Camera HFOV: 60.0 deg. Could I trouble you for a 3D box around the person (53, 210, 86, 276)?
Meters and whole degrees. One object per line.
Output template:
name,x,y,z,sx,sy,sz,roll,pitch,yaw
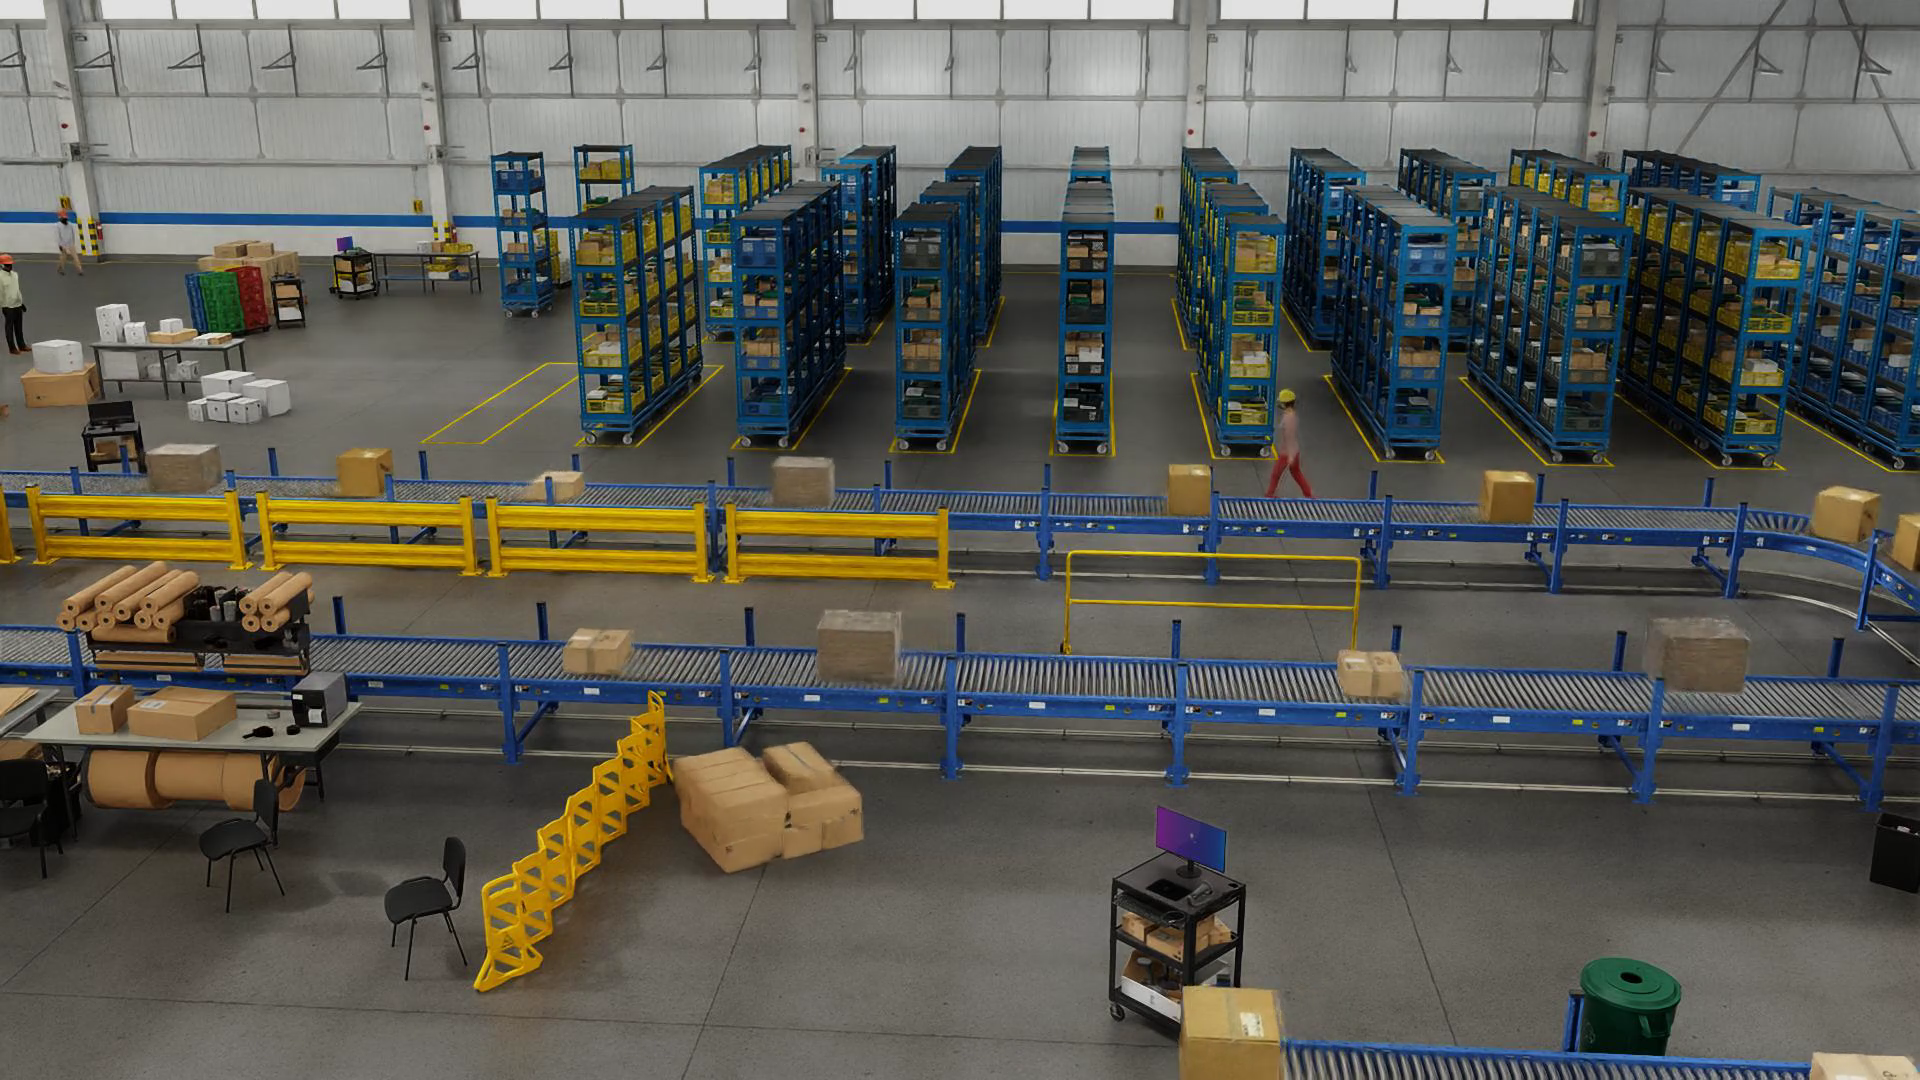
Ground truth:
person,-23.284,-7.728,43.293,0.900,1.710,0.583,9,20,26

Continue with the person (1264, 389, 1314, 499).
person,4.466,-1.203,22.575,0.916,1.720,0.540,5,18,17

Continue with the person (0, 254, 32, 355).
person,-18.934,-4.705,33.225,0.381,1.994,0.613,3,18,9
